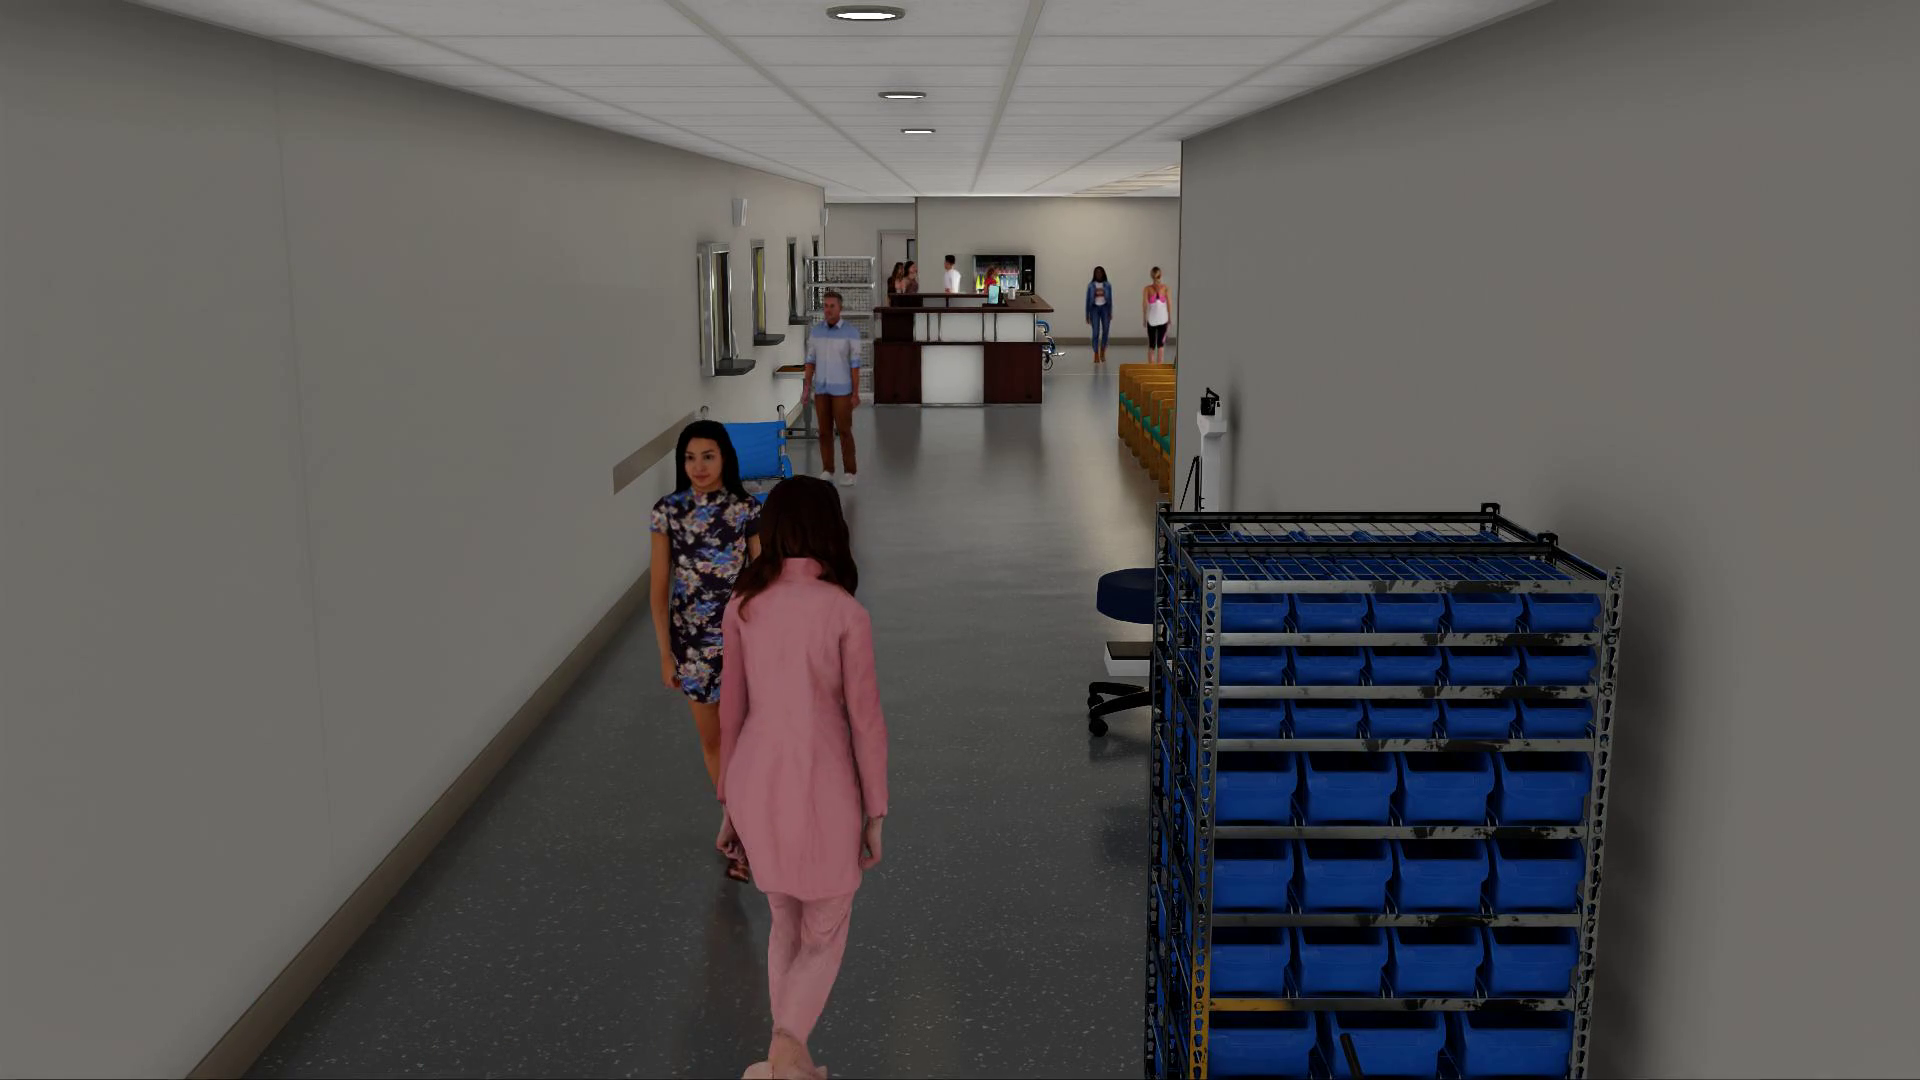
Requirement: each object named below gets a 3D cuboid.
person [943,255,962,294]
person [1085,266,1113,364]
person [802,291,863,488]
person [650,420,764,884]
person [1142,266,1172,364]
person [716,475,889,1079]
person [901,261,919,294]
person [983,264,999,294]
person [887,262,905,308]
[{"bbox_3d":[-0.066,-4.679,32.833,1.351,1.818,1.184,7,13,34],"label":"person"},{"bbox_3d":[2.477,-3.998,29.566,0.598,1.698,0.714,1,11,5],"label":"person"},{"bbox_3d":[-1.187,-1.435,15.729,0.750,1.821,0.872,5,12,23],"label":"person"},{"bbox_3d":[-0.928,0.404,6.368,0.942,1.698,0.649,0,11,-2],"label":"person"},{"bbox_3d":[3.134,-3.405,26.306,1.125,1.748,0.777,1,11,7],"label":"person"},{"bbox_3d":[-0.462,0.751,4.325,0.991,1.778,0.864,3,11,15],"label":"person"},{"bbox_3d":[-0.996,-4.287,30.936,1.115,1.756,0.994,8,14,37],"label":"person"},{"bbox_3d":[0.445,-4.450,32.022,1.047,1.671,0.780,3,11,18],"label":"person"},{"bbox_3d":[-1.230,-4.727,33.462,0.999,1.678,0.676,0,11,-2],"label":"person"}]
